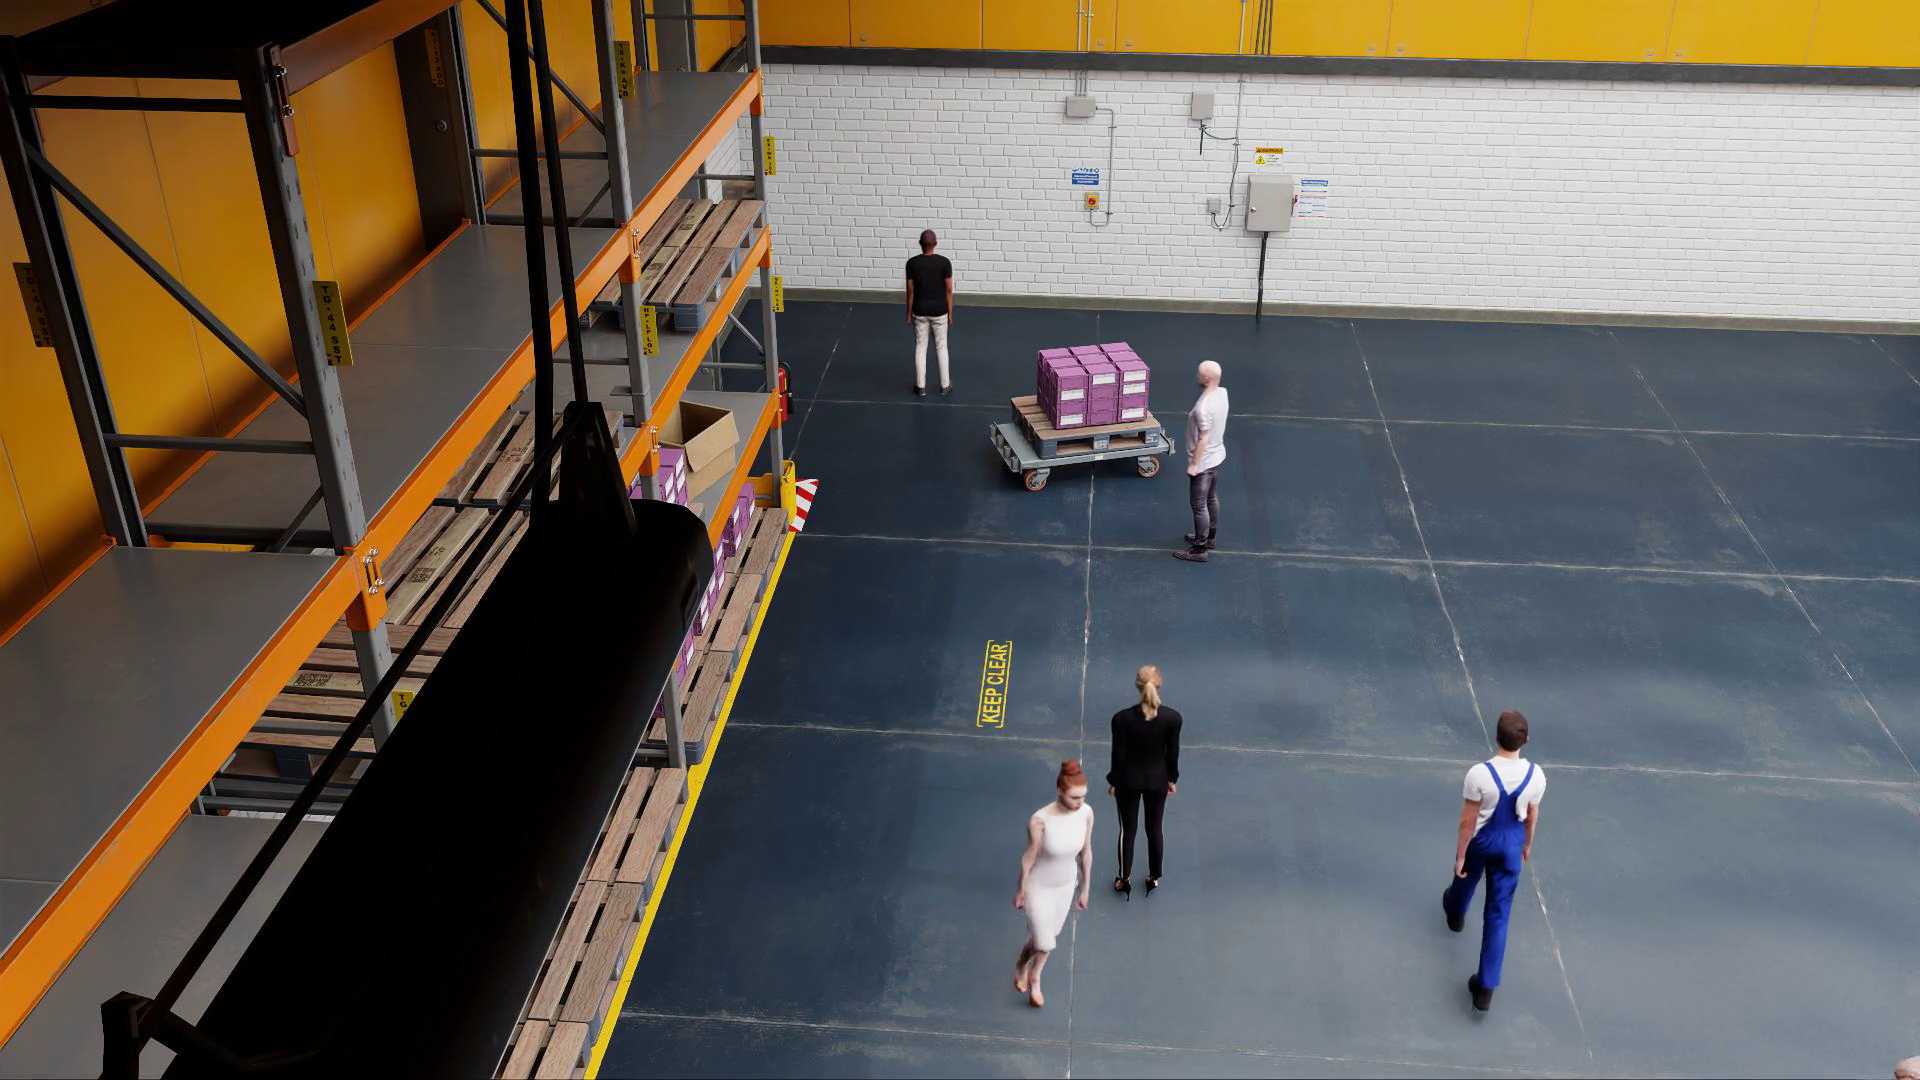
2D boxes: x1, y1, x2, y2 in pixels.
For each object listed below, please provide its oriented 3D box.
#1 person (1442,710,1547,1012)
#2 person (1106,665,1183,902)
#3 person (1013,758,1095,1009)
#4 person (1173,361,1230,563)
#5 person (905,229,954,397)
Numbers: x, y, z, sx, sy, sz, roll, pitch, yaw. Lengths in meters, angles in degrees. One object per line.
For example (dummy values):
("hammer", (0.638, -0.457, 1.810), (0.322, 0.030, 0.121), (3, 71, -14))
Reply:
("person", (3.126, 1.884, 9.700), (0.649, 1.796, 1.277), (3, 29, 5))
("person", (1.142, 1.535, 10.438), (0.655, 1.703, 0.579), (-3, 29, -5))
("person", (0.493, 1.957, 9.588), (0.761, 1.777, 0.804), (-9, 30, -16))
("person", (2.128, -0.698, 14.395), (0.801, 1.835, 0.662), (14, 32, 24))
("person", (-0.322, -2.393, 17.534), (0.671, 1.805, 0.624), (-1, 29, -1))
